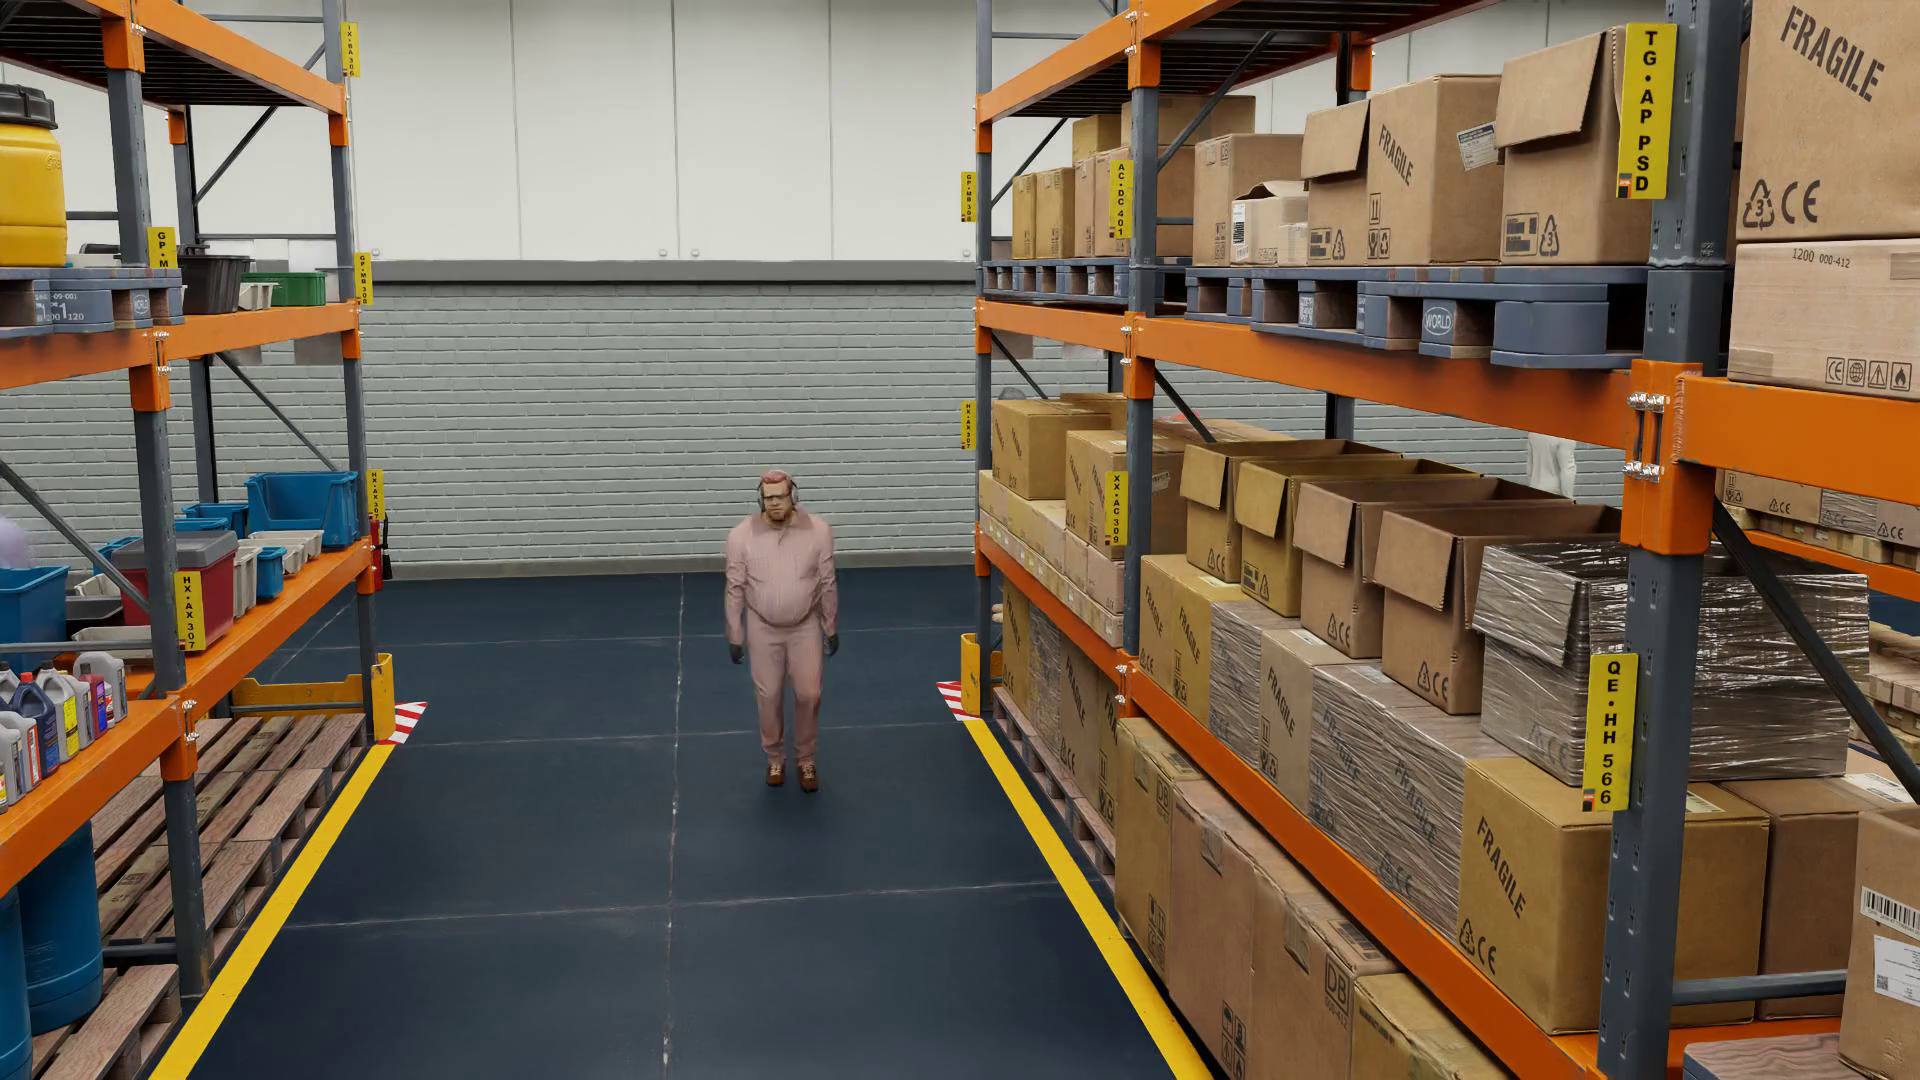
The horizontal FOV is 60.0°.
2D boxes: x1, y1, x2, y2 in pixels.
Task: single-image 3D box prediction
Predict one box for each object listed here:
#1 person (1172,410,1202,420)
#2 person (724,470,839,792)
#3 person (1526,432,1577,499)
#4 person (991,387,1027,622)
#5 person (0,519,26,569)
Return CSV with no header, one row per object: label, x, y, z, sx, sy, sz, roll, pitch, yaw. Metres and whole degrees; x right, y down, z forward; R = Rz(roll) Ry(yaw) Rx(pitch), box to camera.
person,1.535,0.056,12.208,0.674,2.028,0.637,-2,9,-12
person,-1.033,0.538,9.663,0.670,1.880,0.636,-1,9,-8
person,5.461,-0.409,15.356,0.379,1.933,0.629,-2,9,-13
person,0.417,-0.312,14.418,0.535,2.000,0.674,1,9,4
person,-5.721,0.555,9.497,0.646,1.893,0.977,0,9,2
